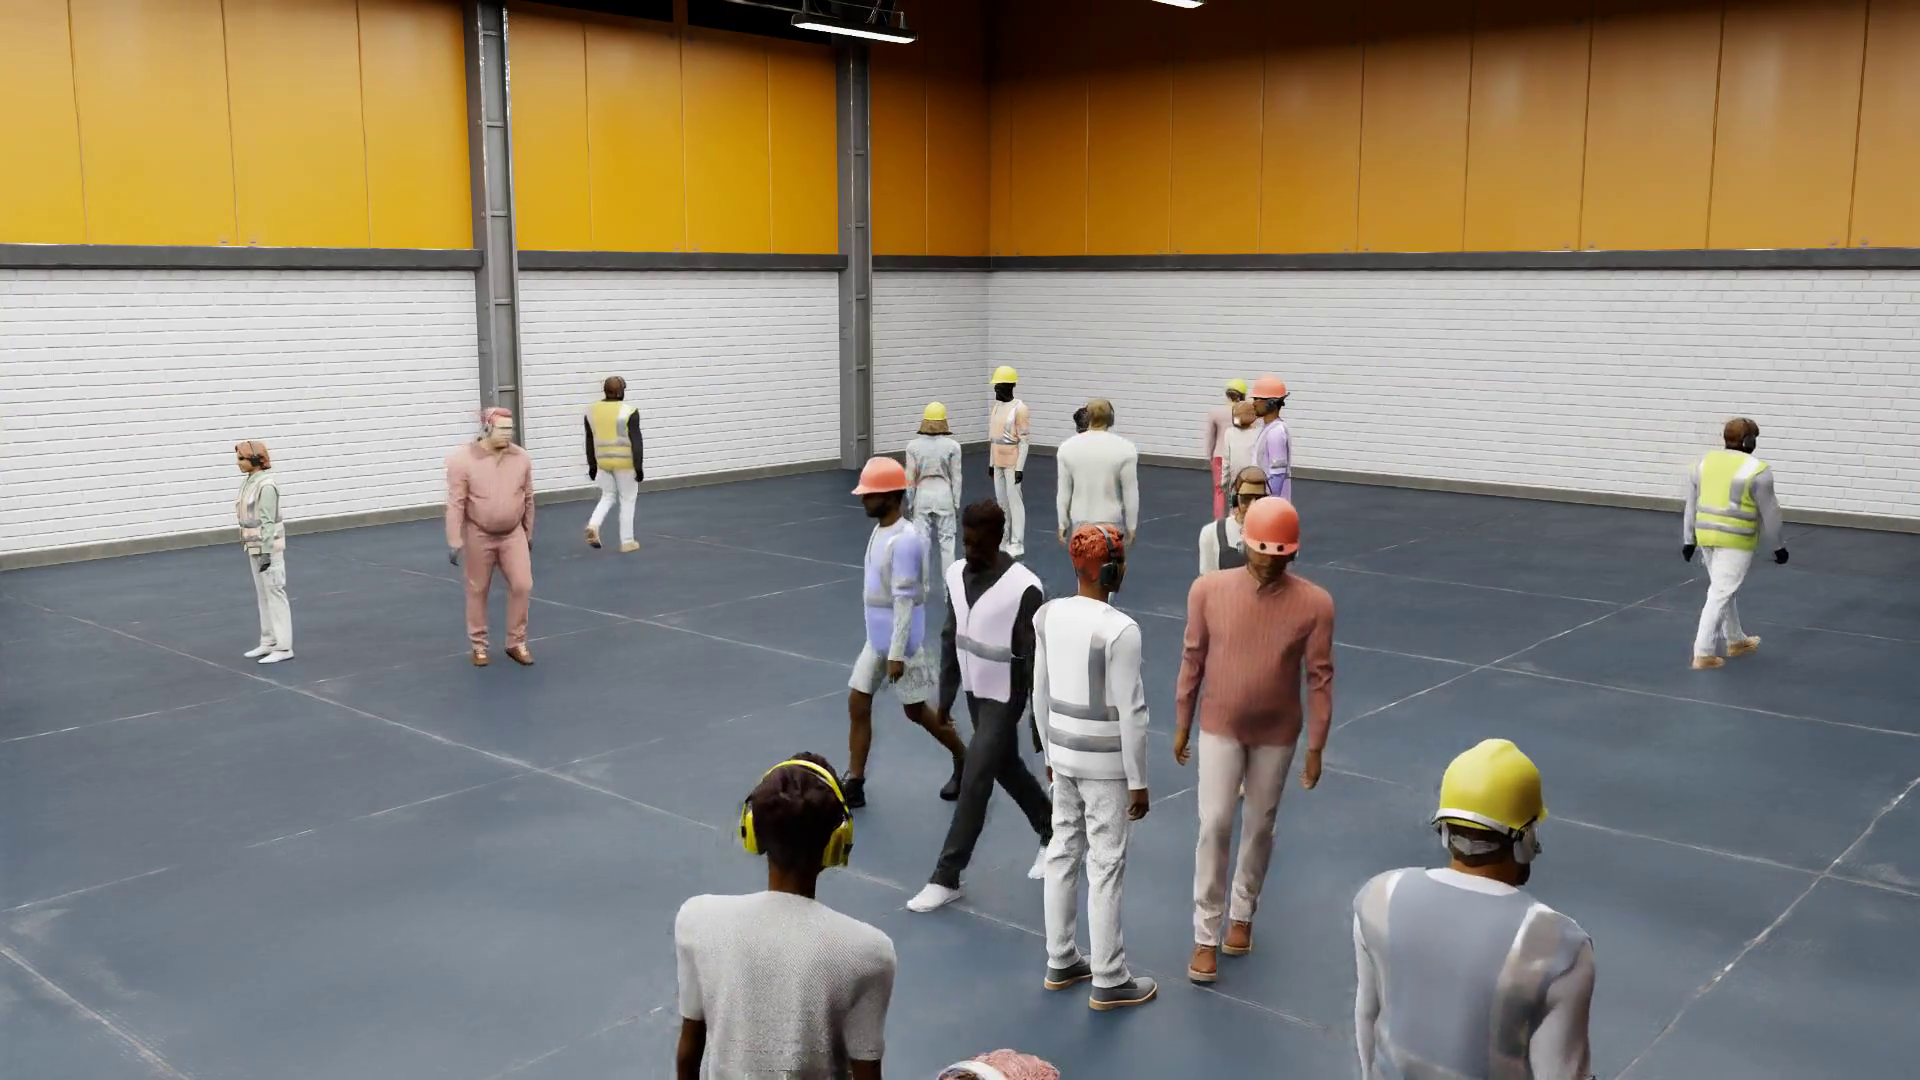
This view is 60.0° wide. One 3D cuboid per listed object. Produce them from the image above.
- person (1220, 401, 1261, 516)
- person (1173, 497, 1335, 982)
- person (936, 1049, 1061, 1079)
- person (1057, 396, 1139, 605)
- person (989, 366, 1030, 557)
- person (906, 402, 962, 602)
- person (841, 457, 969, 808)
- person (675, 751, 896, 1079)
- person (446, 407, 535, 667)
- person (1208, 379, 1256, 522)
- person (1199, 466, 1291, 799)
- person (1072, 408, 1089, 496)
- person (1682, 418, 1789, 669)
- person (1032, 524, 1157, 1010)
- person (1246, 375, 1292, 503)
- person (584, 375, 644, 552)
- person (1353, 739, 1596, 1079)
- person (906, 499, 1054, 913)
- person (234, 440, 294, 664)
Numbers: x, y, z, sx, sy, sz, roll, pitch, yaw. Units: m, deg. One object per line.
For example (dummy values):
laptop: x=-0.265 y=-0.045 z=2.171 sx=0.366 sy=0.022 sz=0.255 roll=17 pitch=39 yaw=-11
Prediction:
person: x=2.870 y=-0.595 z=16.556 sx=0.661 sy=1.606 sz=0.496 roll=-8 pitch=12 yaw=-42
person: x=1.178 y=0.799 z=6.698 sx=0.634 sy=1.953 sz=0.812 roll=1 pitch=9 yaw=8
person: x=-0.074 y=1.570 z=2.105 sx=0.647 sy=1.881 sz=0.775 roll=9 pitch=13 yaw=44
person: x=1.021 y=-0.125 z=12.624 sx=0.639 sy=1.923 sz=0.742 roll=3 pitch=10 yaw=18
person: x=0.468 y=-0.789 z=16.762 sx=0.369 sy=1.928 sz=0.586 roll=-5 pitch=11 yaw=-31
person: x=-0.224 y=-0.323 z=14.414 sx=0.487 sy=1.744 sz=0.314 roll=1 pitch=9 yaw=7
person: x=-0.293 y=0.497 z=8.798 sx=0.941 sy=1.903 sz=0.557 roll=-4 pitch=10 yaw=-23
person: x=-0.401 y=1.367 z=3.550 sx=0.529 sy=1.835 sz=0.925 roll=1 pitch=9 yaw=8
person: x=-3.369 y=-0.005 z=11.975 sx=0.722 sy=1.883 sz=0.637 roll=-6 pitch=11 yaw=-32
person: x=2.935 y=-0.873 z=17.966 sx=0.541 sy=1.713 sz=0.925 roll=3 pitch=10 yaw=19
person: x=1.511 y=0.524 z=8.866 sx=0.509 sy=1.826 sz=0.634 roll=1 pitch=9 yaw=9
person: x=1.124 y=-0.332 z=14.685 sx=0.539 sy=1.667 sz=0.669 roll=5 pitch=10 yaw=29
person: x=5.654 y=0.023 z=12.060 sx=0.901 sy=1.805 sz=0.638 roll=-4 pitch=10 yaw=-21
person: x=0.521 y=0.874 z=6.470 sx=0.356 sy=1.883 sz=0.572 roll=-7 pitch=12 yaw=-38
person: x=2.452 y=-0.292 z=13.284 sx=0.375 sy=2.044 sz=0.605 roll=1 pitch=9 yaw=7
person: x=-3.521 y=-0.761 z=16.917 sx=0.631 sy=1.826 sz=0.604 roll=4 pitch=10 yaw=22
person: x=1.238 y=1.332 z=3.860 sx=0.819 sy=1.795 sz=0.622 roll=-8 pitch=12 yaw=-43
person: x=0.187 y=0.714 z=7.585 sx=0.984 sy=1.857 sz=0.613 roll=-6 pitch=11 yaw=-35
person: x=-5.115 y=0.085 z=12.203 sx=0.312 sy=1.634 sz=0.519 roll=-8 pitch=12 yaw=-40
